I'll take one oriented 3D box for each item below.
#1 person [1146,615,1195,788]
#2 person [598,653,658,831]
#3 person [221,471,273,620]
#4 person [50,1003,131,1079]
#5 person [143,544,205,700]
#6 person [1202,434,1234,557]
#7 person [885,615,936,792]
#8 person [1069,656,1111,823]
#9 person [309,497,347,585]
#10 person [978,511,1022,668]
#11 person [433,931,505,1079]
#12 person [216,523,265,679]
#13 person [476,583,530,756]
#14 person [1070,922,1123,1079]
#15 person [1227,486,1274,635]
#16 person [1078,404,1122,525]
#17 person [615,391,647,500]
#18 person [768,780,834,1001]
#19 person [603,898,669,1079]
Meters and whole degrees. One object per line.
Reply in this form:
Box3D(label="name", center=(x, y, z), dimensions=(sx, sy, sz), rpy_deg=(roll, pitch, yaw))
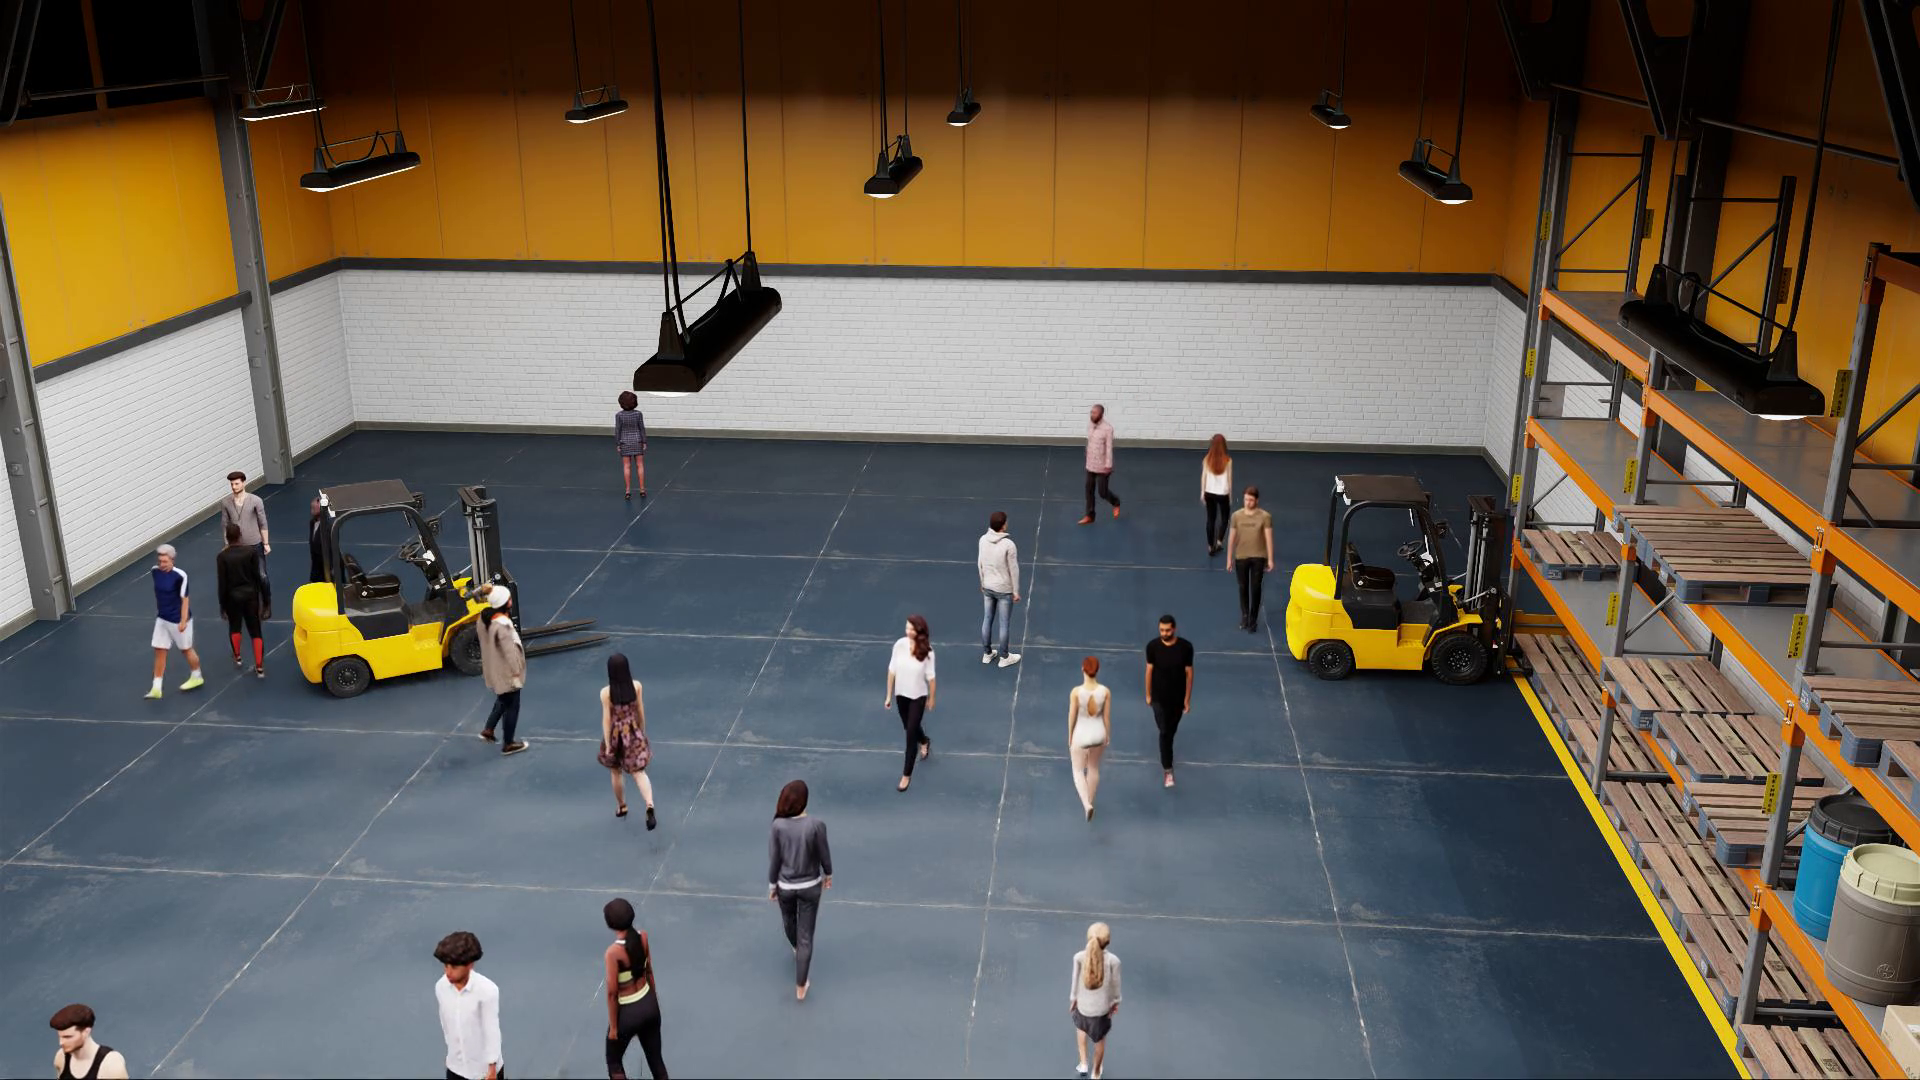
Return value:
Box3D(label="person", center=(2.098, 1.539, 16.623), dimensions=(0.687, 1.705, 1.157), rpy_deg=(0, 19, 0))
Box3D(label="person", center=(-3.074, 1.919, 15.422), dimensions=(1.028, 1.751, 1.154), rpy_deg=(-12, 22, -31))
Box3D(label="person", center=(-8.875, 0.053, 20.723), dimensions=(0.742, 1.903, 0.627), rpy_deg=(-2, 19, -6))
Box3D(label="person", center=(-5.227, 3.631, 10.117), dimensions=(0.731, 1.892, 0.644), rpy_deg=(6, 19, 16))
Box3D(label="person", center=(-8.675, 0.862, 18.507), dimensions=(0.845, 1.784, 1.077), rpy_deg=(7, 20, 20))
Box3D(label="person", center=(3.541, -0.595, 22.952), dimensions=(0.665, 1.709, 0.650), rpy_deg=(6, 20, 18))
Box3D(label="person", center=(-0.439, 1.555, 16.492), dimensions=(0.877, 1.757, 1.203), rpy_deg=(9, 20, 24))
Box3D(label="person", center=(1.227, 1.903, 15.670), dimensions=(0.697, 1.621, 0.938), rpy_deg=(-3, 19, -8))
Box3D(label="person", center=(-7.608, 0.316, 20.224), dimensions=(0.953, 1.723, 1.176), rpy_deg=(10, 21, 28))
Box3D(label="person", center=(0.428, 0.552, 19.320), dimensions=(0.757, 1.852, 0.747), rpy_deg=(12, 22, 31))
Box3D(label="person", center=(-3.168, 3.384, 11.030), dimensions=(0.748, 1.777, 1.167), rpy_deg=(5, 19, 13))
Box3D(label="person", center=(-8.150, 0.718, 18.945), dimensions=(1.026, 1.777, 1.126), rpy_deg=(-12, 22, -31))
Box3D(label="person", center=(-4.764, 1.328, 16.979), dimensions=(0.947, 1.877, 0.888), rpy_deg=(-15, 24, -38))
Box3D(label="person", center=(0.958, 3.346, 11.942), dimensions=(0.543, 1.266, 0.569), rpy_deg=(3, 19, 10))
Box3D(label="person", center=(3.582, 0.200, 20.388), dimensions=(0.809, 1.839, 0.825), rpy_deg=(7, 20, 20))
Box3D(label="person", center=(2.084, -1.108, 24.355), dimensions=(1.107, 1.785, 1.038), rpy_deg=(-16, 24, -39))
Box3D(label="person", center=(-5.042, -1.459, 25.526), dimensions=(0.683, 1.703, 0.666), rpy_deg=(-5, 19, -14))
Box3D(label="person", center=(-1.264, 2.754, 12.985), dimensions=(0.689, 1.722, 1.086), rpy_deg=(0, 19, 0))
Box3D(label="person", center=(-2.199, 3.285, 11.389), dimensions=(0.819, 1.736, 0.767), rpy_deg=(16, 25, 40))
